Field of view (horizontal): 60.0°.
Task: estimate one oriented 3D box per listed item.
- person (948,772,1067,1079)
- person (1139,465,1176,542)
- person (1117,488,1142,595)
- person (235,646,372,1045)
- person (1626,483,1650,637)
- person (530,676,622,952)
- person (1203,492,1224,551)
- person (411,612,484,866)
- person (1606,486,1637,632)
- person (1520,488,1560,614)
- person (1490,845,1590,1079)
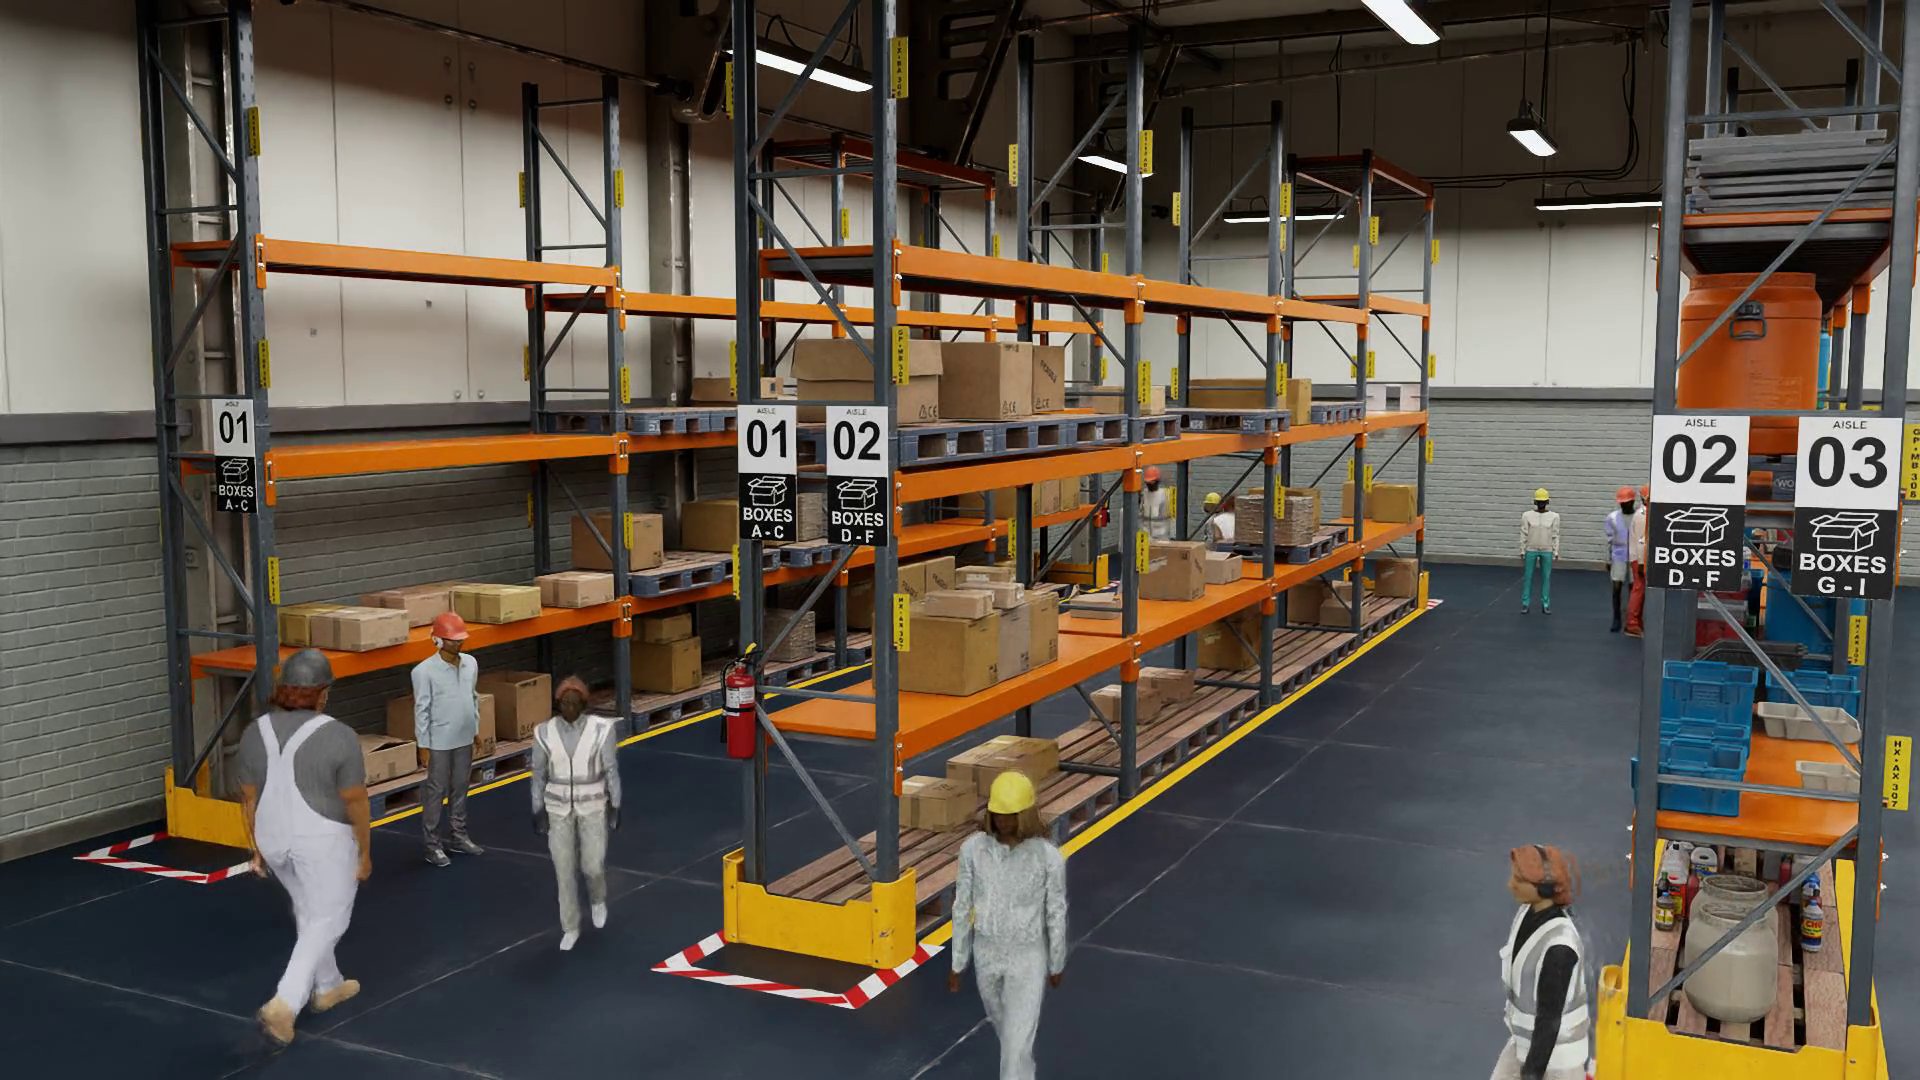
[{"bbox_3d":[0.223,1.836,7.320,0.487,1.701,0.916,2,6,21],"label":"person"},{"bbox_3d":[2.989,-0.129,24.938,0.644,2.007,0.836,4,7,35],"label":"person"},{"bbox_3d":[2.316,0.188,22.571,0.326,1.861,0.499,-2,6,-20],"label":"person"},{"bbox_3d":[-3.383,1.532,8.589,0.689,2.000,0.902,2,6,15],"label":"person"},{"bbox_3d":[8.788,0.253,21.321,0.406,1.987,0.608,3,7,31],"label":"person"},{"bbox_3d":[-2.276,1.606,9.845,0.540,1.625,0.398,0,6,0],"label":"person"},{"bbox_3d":[3.470,0.220,22.777,0.309,1.744,0.485,4,7,33],"label":"person"},{"bbox_3d":[-3.536,1.367,11.578,0.342,1.749,0.572,3,7,29],"label":"person"},{"bbox_3d":[8.657,0.259,21.554,0.561,1.907,0.726,3,6,23],"label":"person"},{"bbox_3d":[8.101,0.161,23.249,0.522,1.769,0.312,1,6,13],"label":"person"},{"bbox_3d":[2.128,1.964,6.388,0.699,1.609,0.546,0,6,3],"label":"person"}]
